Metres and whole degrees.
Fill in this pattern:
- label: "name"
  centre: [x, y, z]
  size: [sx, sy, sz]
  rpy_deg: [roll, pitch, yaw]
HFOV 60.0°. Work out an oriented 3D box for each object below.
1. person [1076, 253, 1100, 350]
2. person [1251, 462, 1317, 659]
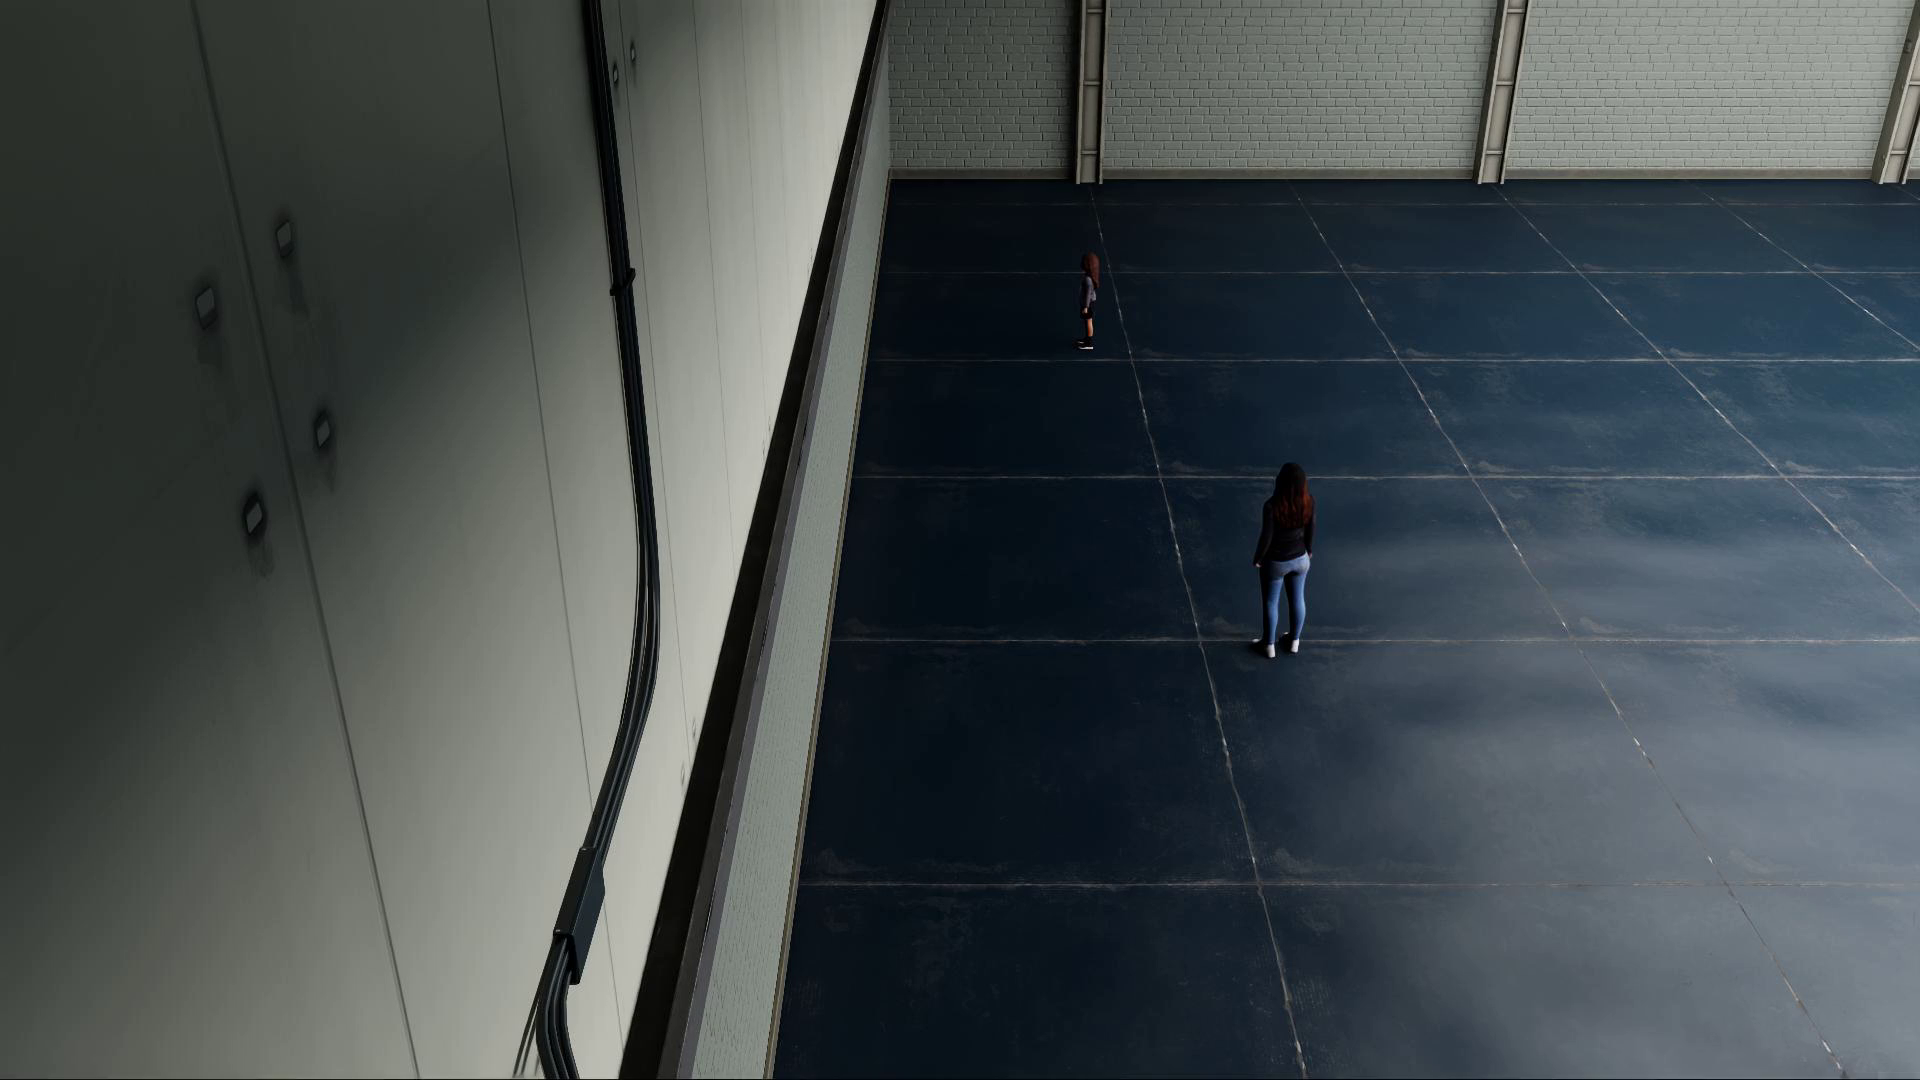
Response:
- label: "person"
  centre: [1.443, -2.705, 18.748]
  size: [0.455, 1.106, 0.477]
  rpy_deg: [2, 28, 3]
- label: "person"
  centre: [2.507, 0.146, 12.832]
  size: [0.603, 1.634, 0.761]
  rpy_deg: [-8, 29, -15]
